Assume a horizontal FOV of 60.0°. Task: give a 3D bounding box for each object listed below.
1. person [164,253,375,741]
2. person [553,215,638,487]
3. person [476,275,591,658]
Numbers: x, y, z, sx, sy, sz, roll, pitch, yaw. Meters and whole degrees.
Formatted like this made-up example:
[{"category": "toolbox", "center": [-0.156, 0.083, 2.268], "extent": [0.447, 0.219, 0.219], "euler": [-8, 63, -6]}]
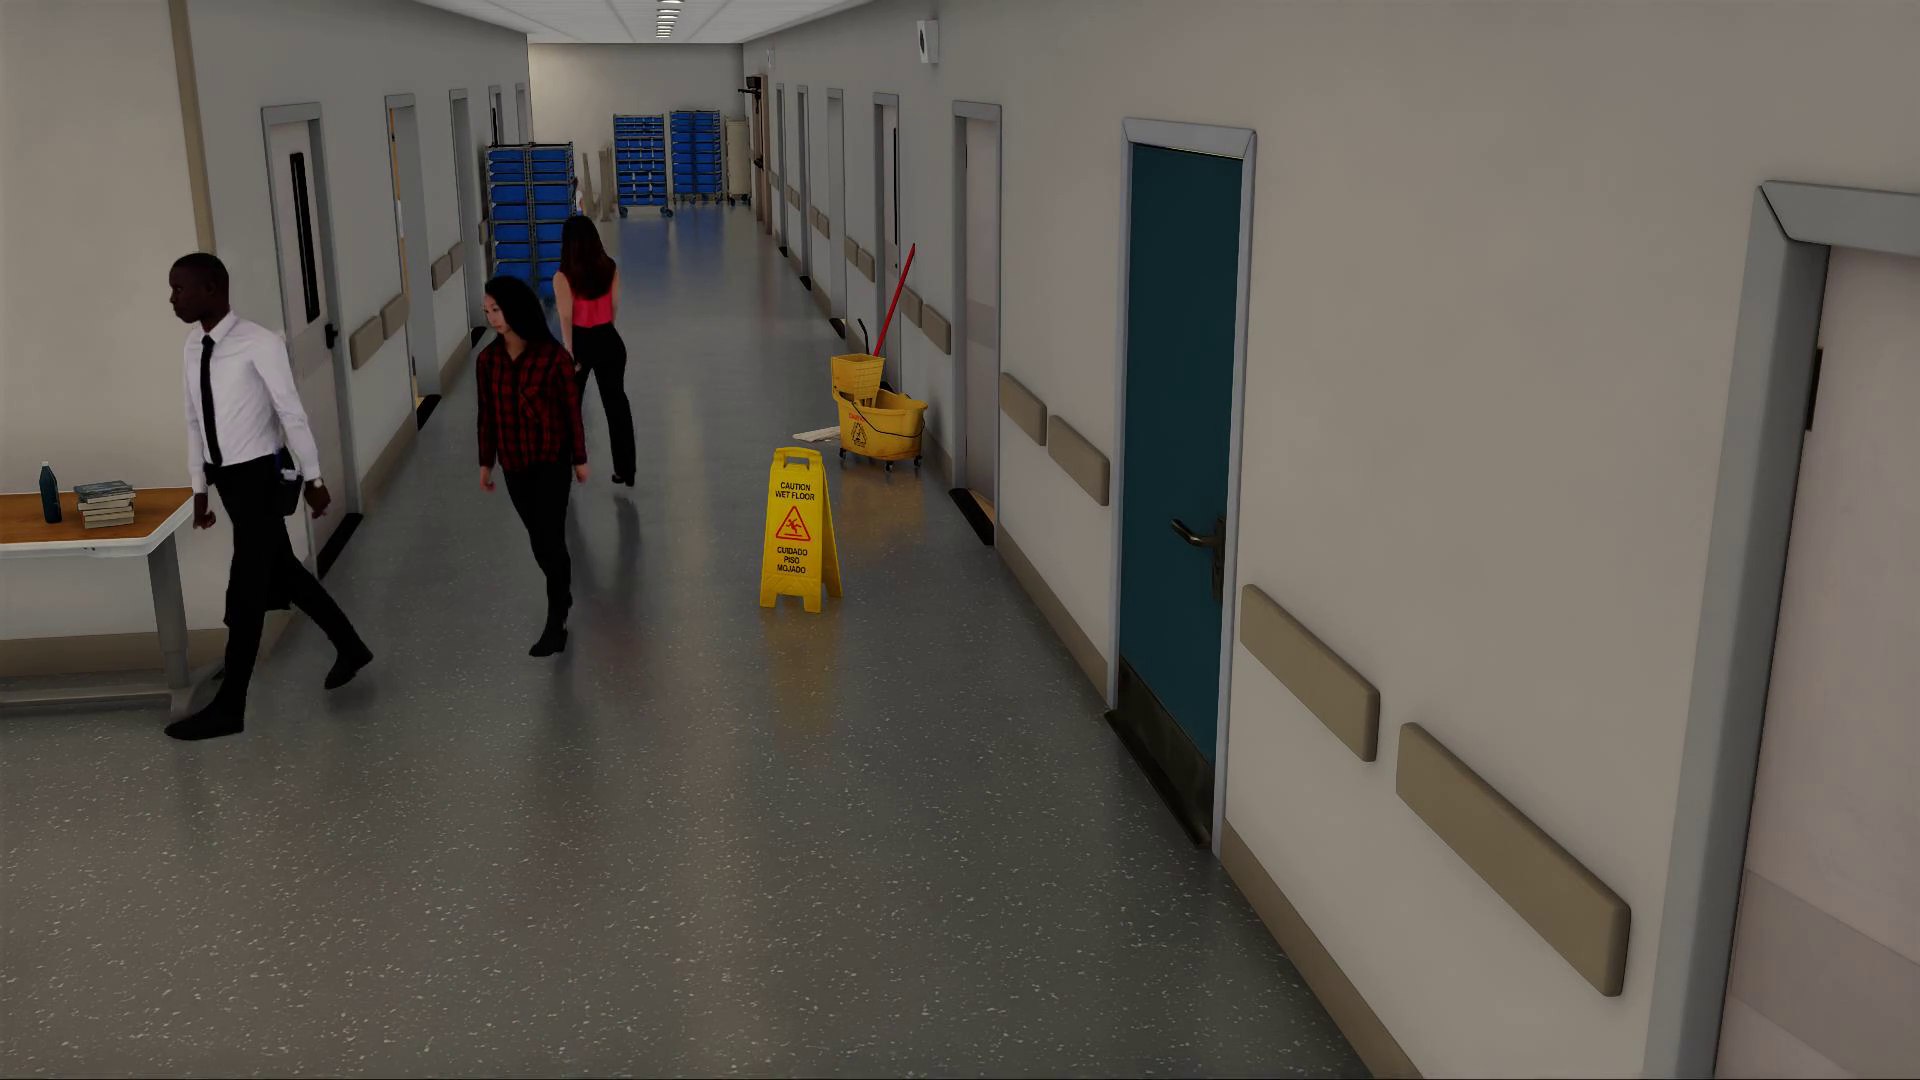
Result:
[{"category": "person", "center": [-2.673, -0.181, 6.470], "extent": [1.164, 1.769, 1.330], "euler": [7, 17, 23]}, {"category": "person", "center": [-2.164, -1.094, 9.981], "extent": [0.894, 1.620, 1.136], "euler": [-12, 19, -36]}, {"category": "person", "center": [-1.855, -0.337, 7.314], "extent": [0.820, 1.611, 1.064], "euler": [2, 16, 6]}]
